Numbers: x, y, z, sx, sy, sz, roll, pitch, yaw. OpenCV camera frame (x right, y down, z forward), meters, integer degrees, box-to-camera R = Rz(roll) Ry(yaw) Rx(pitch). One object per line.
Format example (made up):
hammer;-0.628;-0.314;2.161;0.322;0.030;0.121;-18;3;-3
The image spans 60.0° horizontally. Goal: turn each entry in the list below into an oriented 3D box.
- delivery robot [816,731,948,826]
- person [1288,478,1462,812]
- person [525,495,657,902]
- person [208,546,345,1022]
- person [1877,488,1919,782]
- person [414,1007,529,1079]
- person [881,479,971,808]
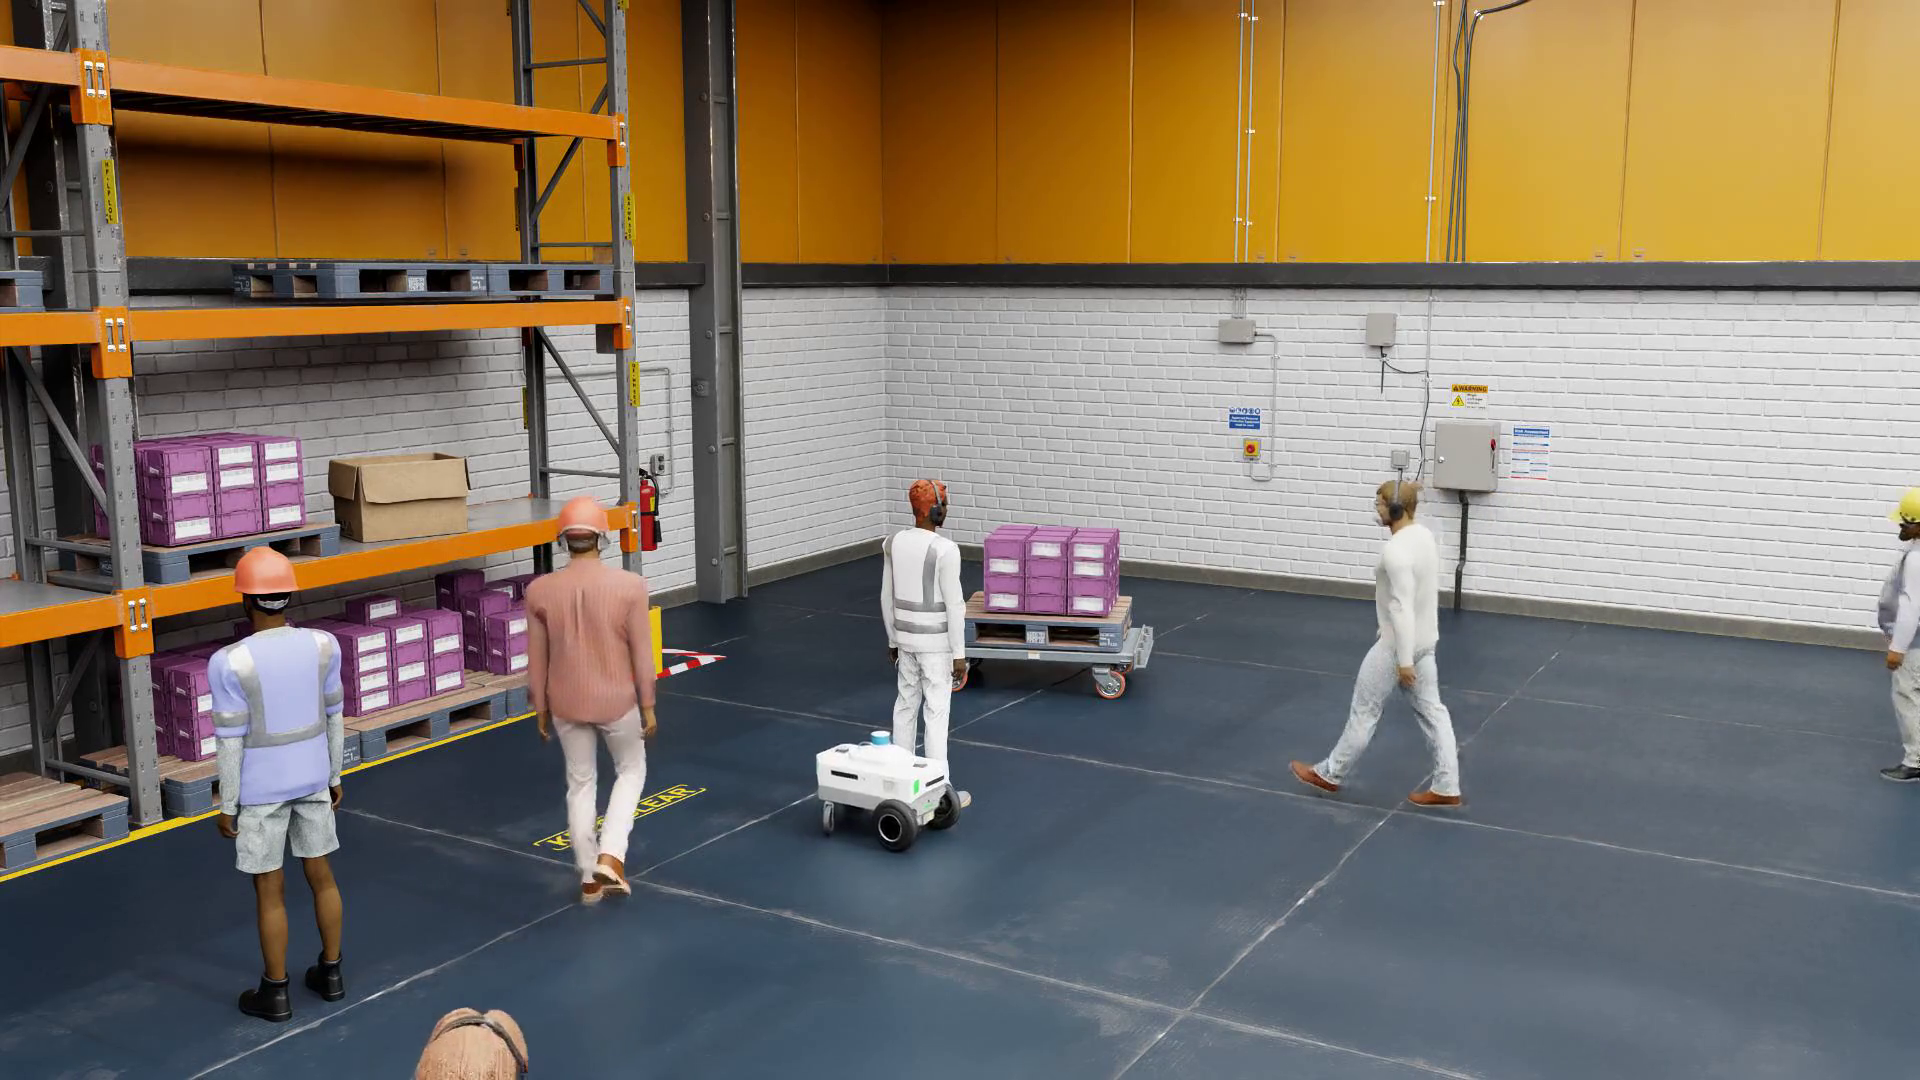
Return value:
delivery robot;-0.427;1.276;8.987;0.707;0.478;0.477;6;11;32
person;2.412;0.585;9.439;1.013;1.886;0.640;6;11;32
person;-1.752;0.774;7.948;0.625;1.982;0.469;0;9;2
person;-2.775;0.987;6.780;0.354;1.939;0.545;8;12;39
person;5.708;0.561;9.931;0.405;1.790;0.719;9;12;43
person;-0.947;1.720;3.196;0.515;1.616;0.658;-2;9;-12
person;-0.192;0.592;9.416;0.585;1.881;0.340;8;12;42
